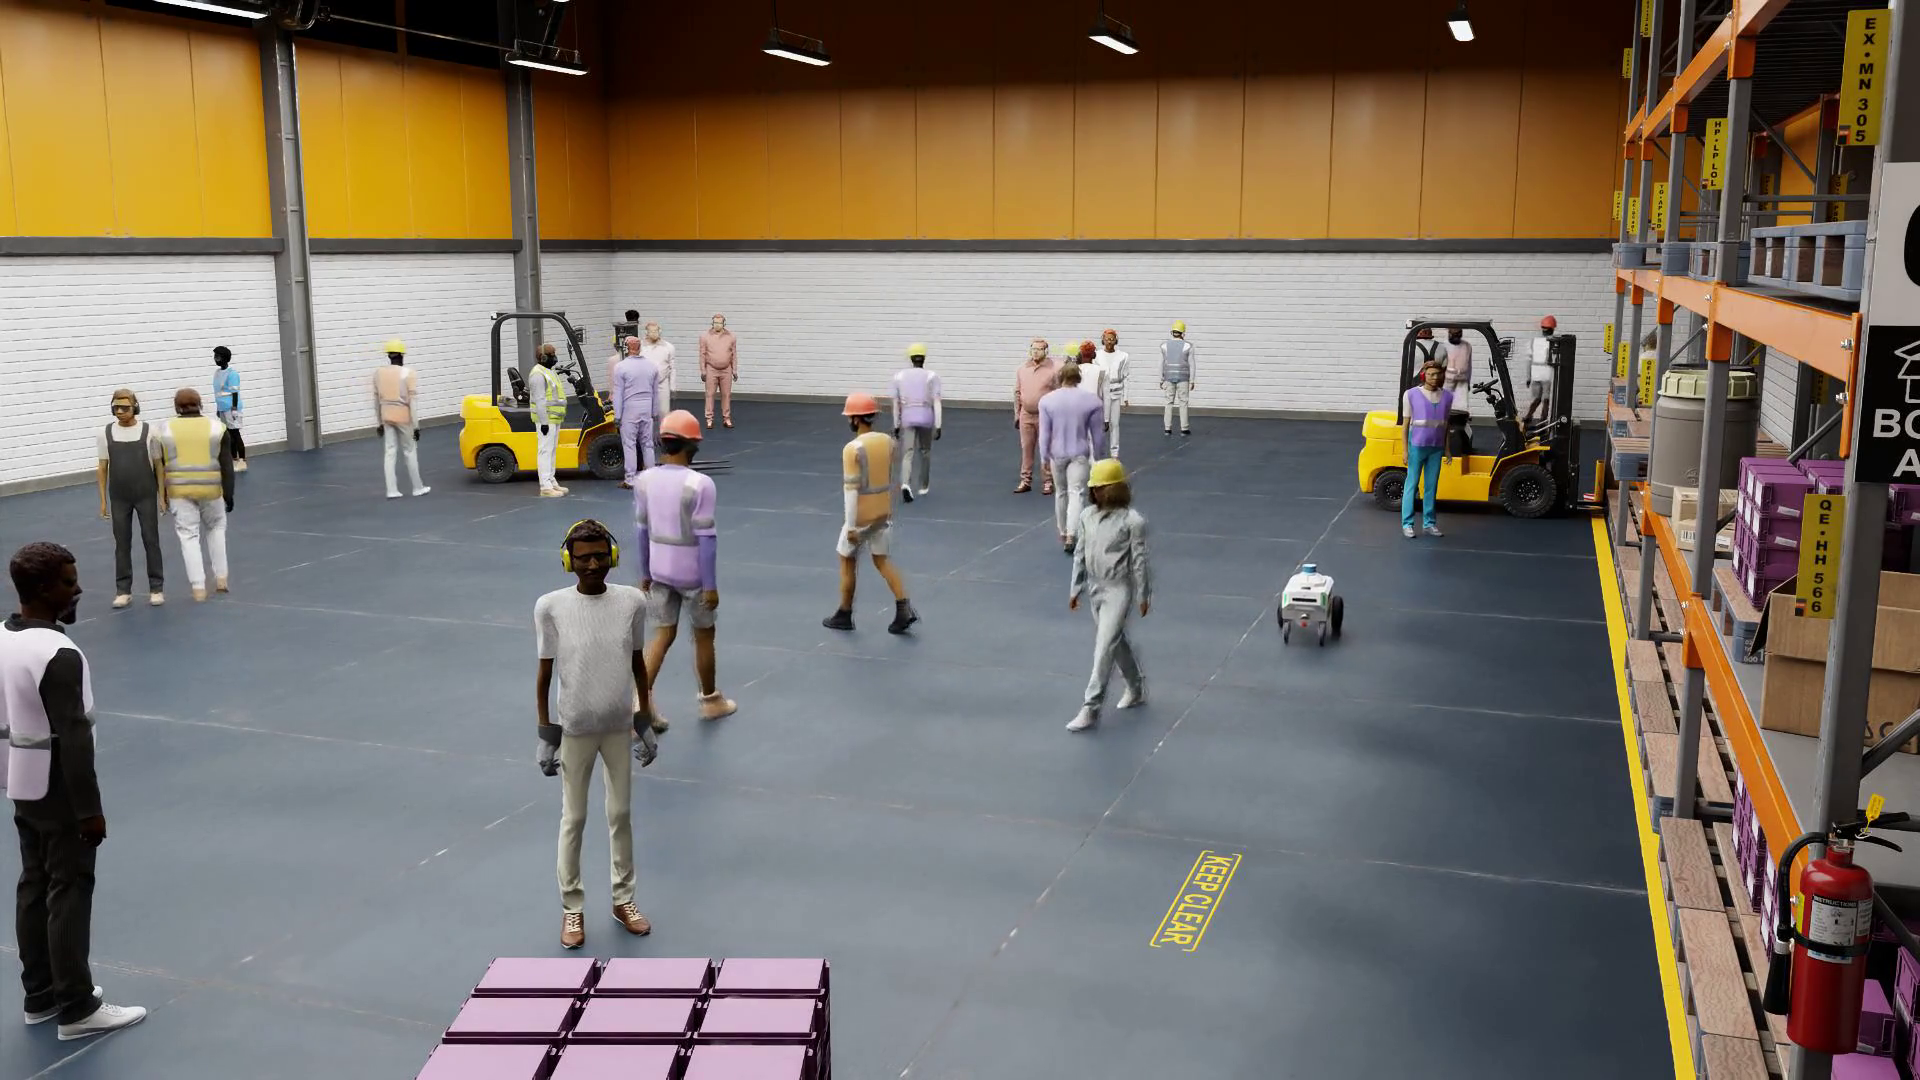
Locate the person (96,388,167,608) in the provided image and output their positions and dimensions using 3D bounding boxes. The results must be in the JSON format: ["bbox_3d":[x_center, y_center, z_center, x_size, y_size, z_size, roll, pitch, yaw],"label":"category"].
[{"bbox_3d":[-6.939,-0.352,13.954,0.515,1.843,0.326,-3,11,-17],"label":"person"}]

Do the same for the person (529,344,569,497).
[{"bbox_3d":[-4.968,-1.446,20.122,0.429,1.847,0.626,0,10,-1],"label":"person"}]

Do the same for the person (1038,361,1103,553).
[{"bbox_3d":[1.092,-0.834,16.563,0.637,1.904,1.017,1,10,7],"label":"person"}]

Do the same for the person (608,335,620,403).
[{"bbox_3d":[-4.917,-2.139,24.243,0.326,1.767,0.533,8,13,39],"label":"person"}]

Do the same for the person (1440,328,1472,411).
[{"bbox_3d":[7.568,-2.383,25.459,0.655,1.815,0.702,-1,10,-5],"label":"person"}]

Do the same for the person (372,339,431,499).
[{"bbox_3d":[-6.744,-1.451,19.987,0.632,1.919,0.565,2,10,12],"label":"person"}]

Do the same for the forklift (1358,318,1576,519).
[{"bbox_3d":[5.787,-1.437,19.079,2.313,2.155,1.214,3,11,19],"label":"forklift"}]

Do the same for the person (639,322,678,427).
[{"bbox_3d":[-4.527,-2.264,24.609,0.668,1.900,0.407,-3,10,-14],"label":"person"}]

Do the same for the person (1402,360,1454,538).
[{"bbox_3d":[4.846,-0.949,17.305,0.563,1.847,0.388,-3,10,-14],"label":"person"}]

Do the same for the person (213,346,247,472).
[{"bbox_3d":[-9.811,-1.756,22.305,0.537,1.694,0.320,9,14,43],"label":"person"}]

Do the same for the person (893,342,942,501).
[{"bbox_3d":[-0.516,-1.421,19.883,0.592,1.883,0.953,1,10,5],"label":"person"}]

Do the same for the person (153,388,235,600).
[{"bbox_3d":[-6.622,-0.416,14.391,0.624,1.808,0.735,-5,11,-27],"label":"person"}]

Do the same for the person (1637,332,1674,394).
[{"bbox_3d":[9.080,-1.787,21.909,0.653,1.877,1.019,-2,10,-11],"label":"person"}]

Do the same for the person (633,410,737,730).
[{"bbox_3d":[-1.761,0.197,10.389,0.620,2.020,0.838,6,12,29],"label":"person"}]

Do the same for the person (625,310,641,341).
[{"bbox_3d":[-5.531,-2.909,28.069,0.388,1.952,0.611,4,11,21],"label":"person"}]

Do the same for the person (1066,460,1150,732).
[{"bbox_3d":[0.960,0.318,10.616,0.489,1.697,0.916,10,14,43],"label":"person"}]

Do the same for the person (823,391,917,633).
[{"bbox_3d":[-0.711,-0.208,12.961,0.804,1.913,0.561,9,14,42],"label":"person"}]

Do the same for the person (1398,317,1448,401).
[{"bbox_3d":[6.417,-2.100,23.248,0.684,2.000,0.536,-2,10,-12],"label":"person"}]

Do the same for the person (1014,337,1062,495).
[{"bbox_3d":[0.941,-1.509,20.285,0.644,1.912,0.409,4,11,23],"label":"person"}]

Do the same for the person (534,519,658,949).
[{"bbox_3d":[-1.578,0.828,7.238,0.532,1.871,0.319,-5,11,-27],"label":"person"}]

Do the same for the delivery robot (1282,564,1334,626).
[{"bbox_3d":[2.702,0.431,12.889,0.477,0.478,0.707,3,10,17],"label":"delivery robot"}]

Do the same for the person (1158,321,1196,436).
[{"bbox_3d":[3.463,-2.574,26.502,0.595,1.831,0.403,4,11,22],"label":"person"}]

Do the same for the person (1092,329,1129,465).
[{"bbox_3d":[2.043,-1.968,22.947,0.572,1.883,0.355,0,10,1],"label":"person"}]

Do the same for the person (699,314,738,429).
[{"bbox_3d":[-3.986,-2.785,27.504,0.636,1.903,0.405,-4,11,-21],"label":"person"}]

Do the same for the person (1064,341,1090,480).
[{"bbox_3d":[1.525,-1.620,21.184,0.684,1.806,0.611,0,10,1],"label":"person"}]

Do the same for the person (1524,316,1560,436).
[{"bbox_3d":[9.202,-2.578,26.274,0.502,1.919,0.557,-8,13,-39],"label":"person"}]

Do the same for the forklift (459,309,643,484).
[{"bbox_3d":[-5.354,-1.902,21.697,2.313,2.155,1.214,-2,10,-13],"label":"forklift"}]

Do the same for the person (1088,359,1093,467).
[{"bbox_3d":[1.699,-1.790,22.642,0.512,1.637,0.310,-5,11,-24],"label":"person"}]

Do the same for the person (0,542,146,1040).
[{"bbox_3d":[-3.484,0.958,6.372,0.599,1.916,0.376,8,13,36],"label":"person"}]

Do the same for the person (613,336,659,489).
[{"bbox_3d":[-4.065,-1.586,20.758,0.401,1.903,0.645,9,14,42],"label":"person"}]

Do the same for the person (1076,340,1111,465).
[{"bbox_3d":[1.535,-1.470,20.143,0.574,1.883,0.356,0,10,-2],"label":"person"}]
